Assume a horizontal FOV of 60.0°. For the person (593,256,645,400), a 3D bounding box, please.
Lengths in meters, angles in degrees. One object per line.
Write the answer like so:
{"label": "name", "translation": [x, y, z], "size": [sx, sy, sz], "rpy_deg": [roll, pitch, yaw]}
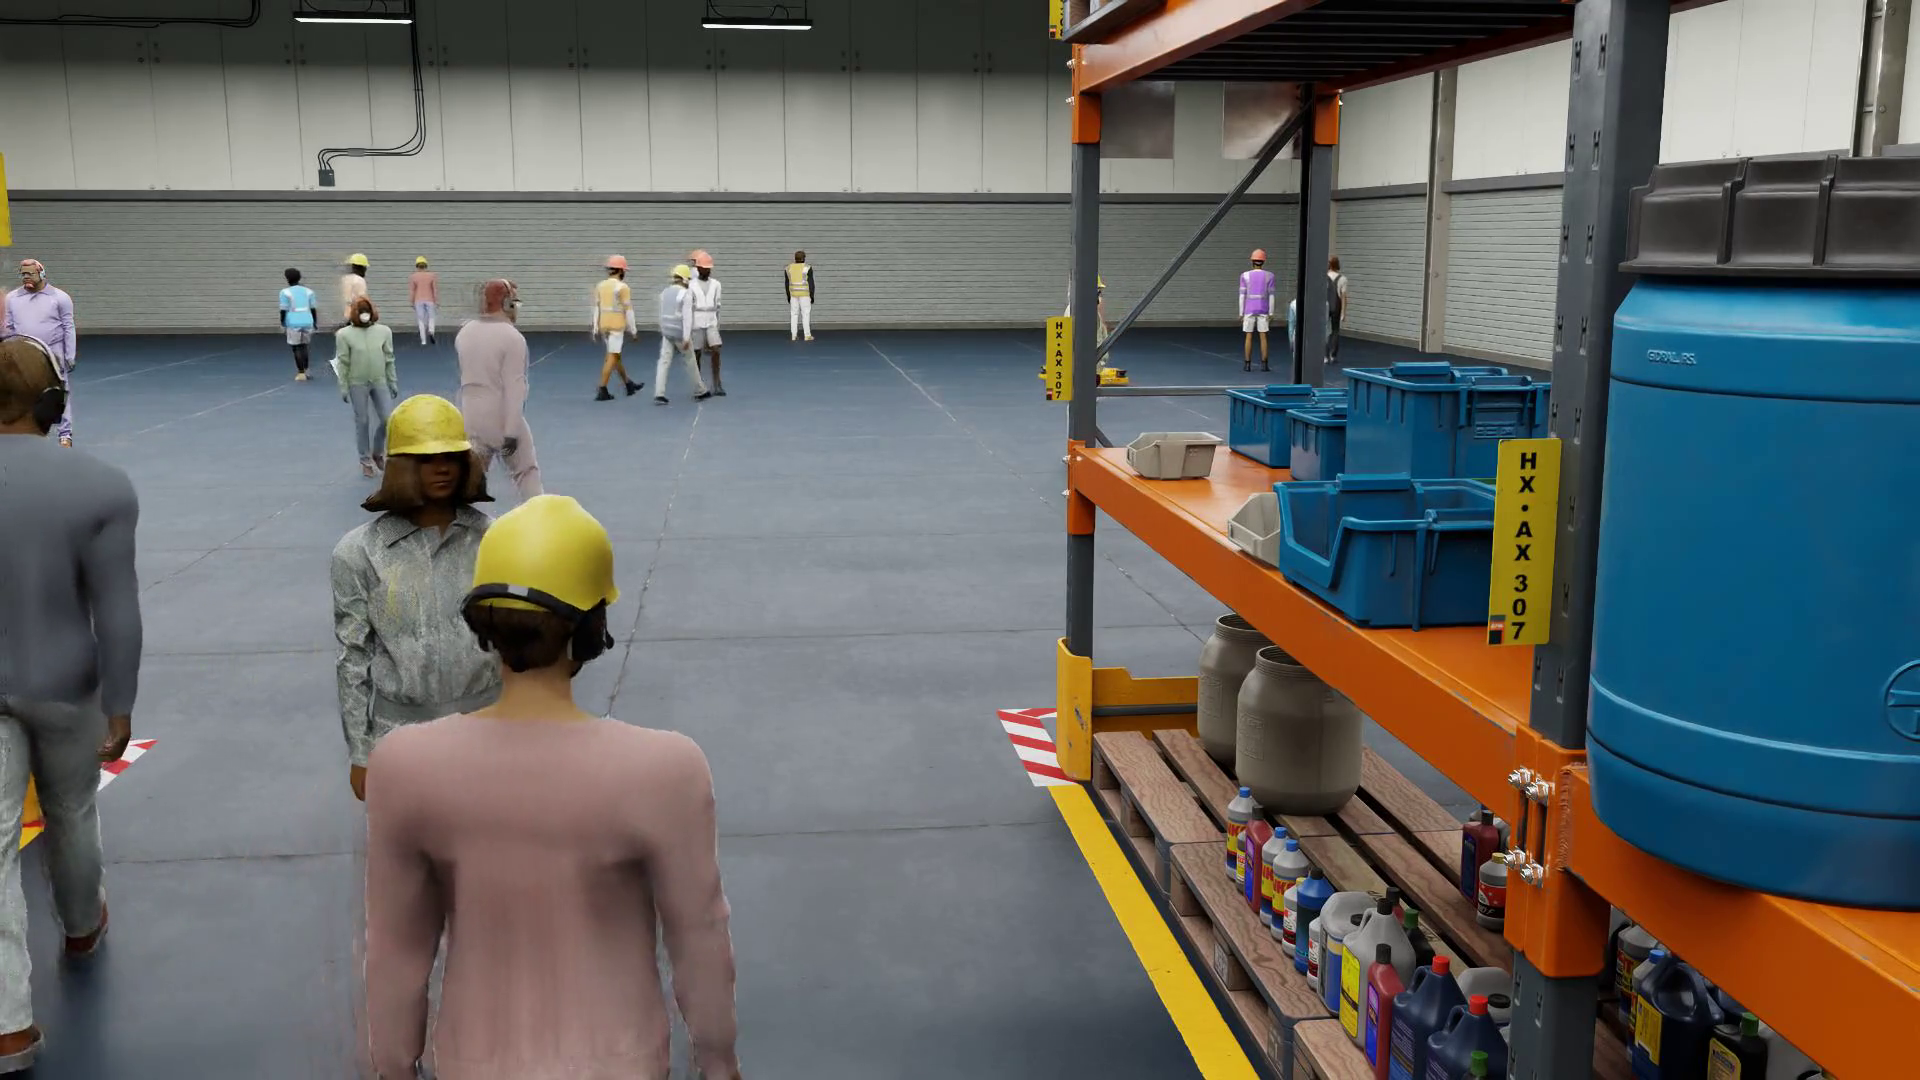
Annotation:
{"label": "person", "translation": [-4.519, -2.804, 21.993], "size": [0.555, 1.875, 1.013], "rpy_deg": [7, 12, 33]}

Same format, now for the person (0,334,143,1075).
{"label": "person", "translation": [-2.520, 0.394, 4.485], "size": [0.637, 1.879, 1.080], "rpy_deg": [-4, 11, -22]}

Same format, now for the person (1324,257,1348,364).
{"label": "person", "translation": [6.260, -3.867, 28.053], "size": [0.510, 1.799, 0.970], "rpy_deg": [2, 10, 9]}

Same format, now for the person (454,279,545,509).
{"label": "person", "translation": [-3.016, -0.780, 10.982], "size": [0.647, 1.851, 0.979], "rpy_deg": [6, 12, 32]}

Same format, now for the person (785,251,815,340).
{"label": "person", "translation": [-3.291, -5.045, 34.374], "size": [0.633, 1.842, 0.429], "rpy_deg": [3, 11, 17]}

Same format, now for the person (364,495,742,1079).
{"label": "person", "translation": [-0.610, 0.799, 2.576], "size": [0.538, 1.746, 0.451], "rpy_deg": [1, 10, 7]}

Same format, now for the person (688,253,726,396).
{"label": "person", "translation": [-3.409, -2.873, 22.289], "size": [0.555, 1.903, 0.824], "rpy_deg": [-5, 11, -26]}

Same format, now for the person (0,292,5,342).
{"label": "person", "translation": [-9.961, -1.919, 16.909], "size": [0.616, 1.957, 0.655], "rpy_deg": [5, 12, 26]}

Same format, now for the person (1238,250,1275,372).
{"label": "person", "translation": [4.696, -3.618, 26.386], "size": [0.567, 1.936, 0.514], "rpy_deg": [2, 10, 9]}

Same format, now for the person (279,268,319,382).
{"label": "person", "translation": [-9.808, -3.178, 24.567], "size": [0.463, 1.677, 0.561], "rpy_deg": [8, 13, 36]}

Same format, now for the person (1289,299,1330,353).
{"label": "person", "translation": [4.481, -2.558, 21.392], "size": [0.520, 1.615, 0.582], "rpy_deg": [1, 10, 7]}

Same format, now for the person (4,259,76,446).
{"label": "person", "translation": [-9.227, -1.850, 16.683], "size": [0.653, 1.906, 0.405], "rpy_deg": [-2, 10, -8]}

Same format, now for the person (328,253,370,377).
{"label": "person", "translation": [-9.176, -3.380, 25.129], "size": [0.821, 1.894, 0.588], "rpy_deg": [-9, 14, -41]}

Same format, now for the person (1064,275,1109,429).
{"label": "person", "translation": [1.197, -1.637, 15.719], "size": [0.404, 1.832, 0.599], "rpy_deg": [-3, 11, -18]}

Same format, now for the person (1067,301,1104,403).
{"label": "person", "translation": [1.545, -2.479, 20.944], "size": [0.526, 1.594, 0.788], "rpy_deg": [8, 13, 37]}

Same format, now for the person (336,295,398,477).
{"label": "person", "translation": [-5.260, -1.360, 14.779], "size": [0.521, 1.619, 0.356], "rpy_deg": [-7, 13, -34]}

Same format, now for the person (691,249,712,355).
{"label": "person", "translation": [-4.747, -4.283, 30.013], "size": [0.744, 1.920, 0.546], "rpy_deg": [-6, 12, -29]}

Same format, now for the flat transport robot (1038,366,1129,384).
{"label": "flat transport robot", "translation": [1.799, -2.433, 24.362], "size": [0.652, 0.197, 1.431], "rpy_deg": [-6, 12, -29]}

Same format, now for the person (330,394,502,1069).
{"label": "person", "translation": [-1.317, 0.502, 4.231], "size": [0.489, 1.746, 0.286], "rpy_deg": [-6, 12, -29]}

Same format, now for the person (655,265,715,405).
{"label": "person", "translation": [-3.592, -2.620, 21.296], "size": [0.606, 1.769, 0.958], "rpy_deg": [8, 13, 36]}

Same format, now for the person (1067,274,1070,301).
{"label": "person", "translation": [2.224, -4.440, 31.059], "size": [0.429, 1.842, 0.636], "rpy_deg": [9, 13, 39]}

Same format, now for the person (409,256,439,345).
{"label": "person", "translation": [-10.539, -4.699, 32.697], "size": [0.551, 1.752, 0.374], "rpy_deg": [-4, 11, -20]}
